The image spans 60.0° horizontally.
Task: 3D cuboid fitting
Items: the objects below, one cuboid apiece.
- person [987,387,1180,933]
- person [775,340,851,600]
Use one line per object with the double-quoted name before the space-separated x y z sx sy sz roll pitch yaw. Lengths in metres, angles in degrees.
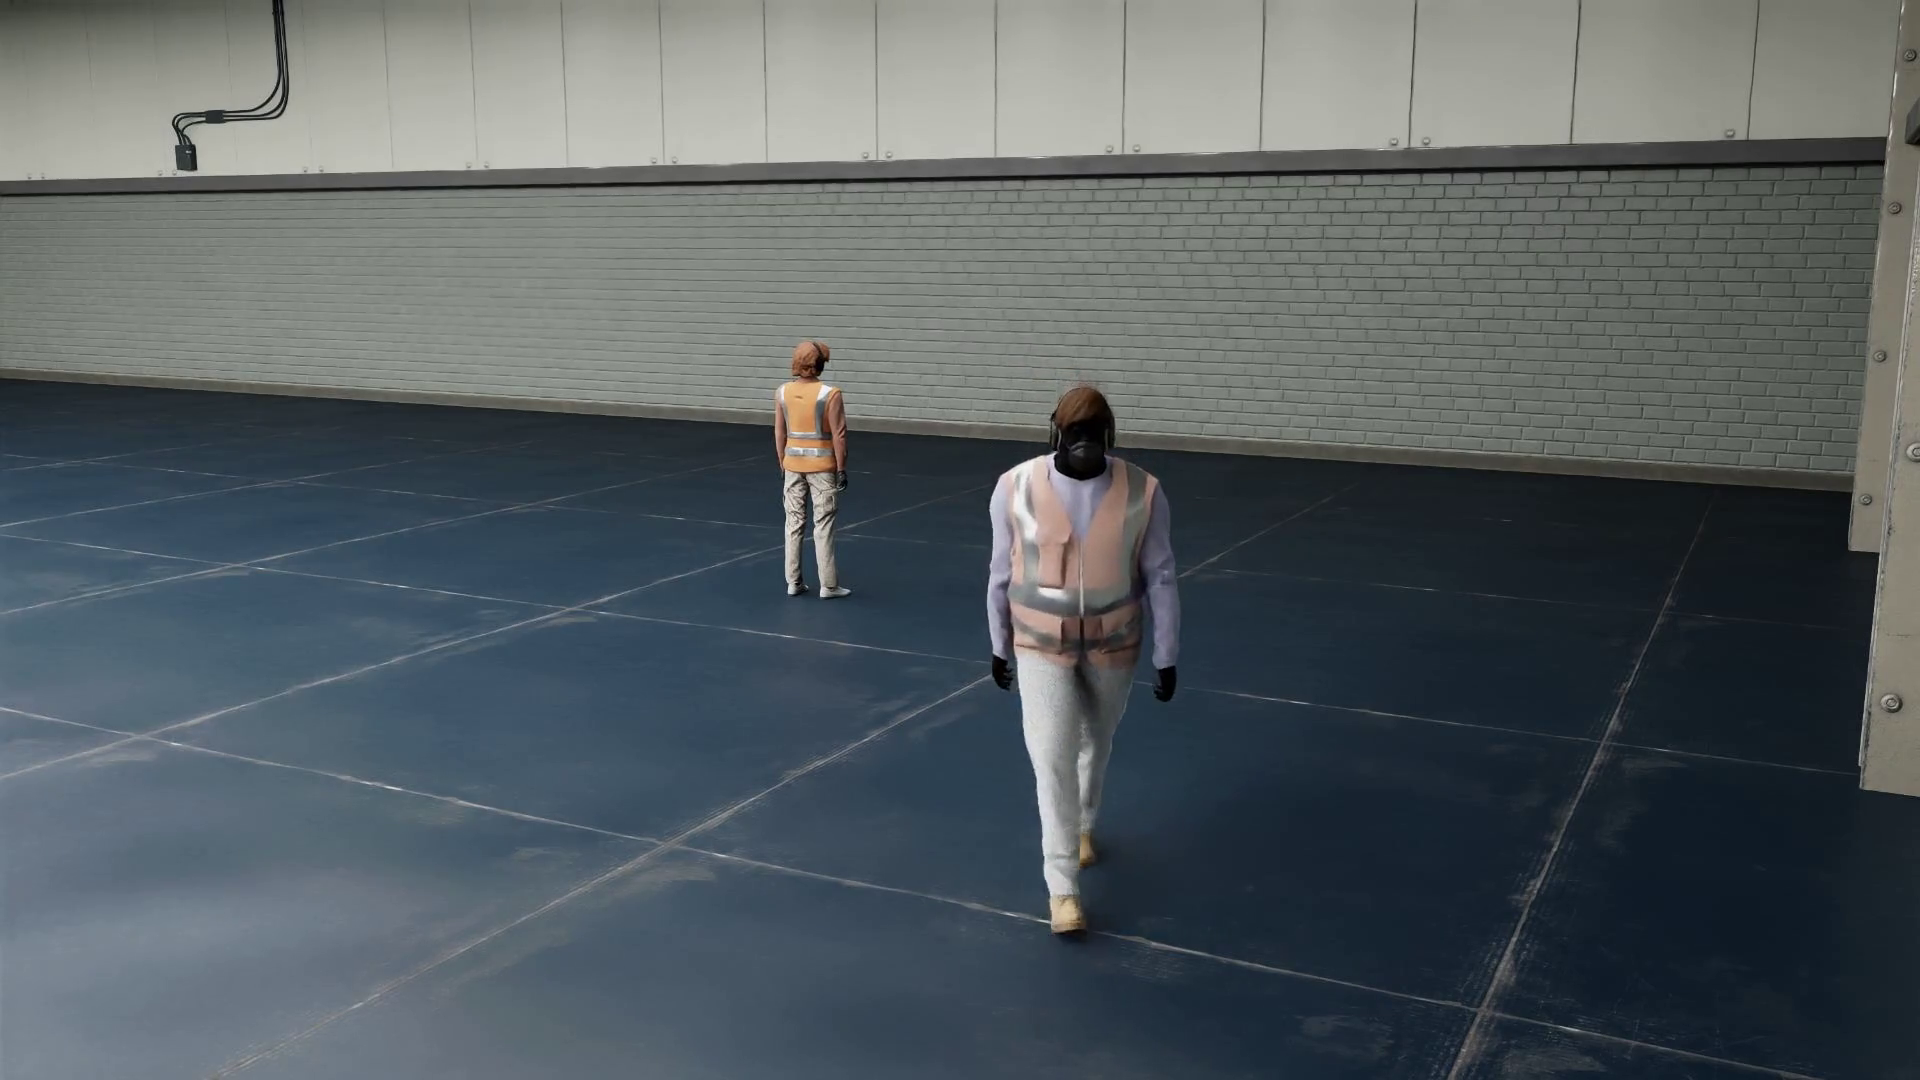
"person" 0.424 0.367 5.737 0.647 1.790 0.984 0 10 -2
"person" -0.938 -0.436 10.517 0.515 1.641 0.309 5 12 26
